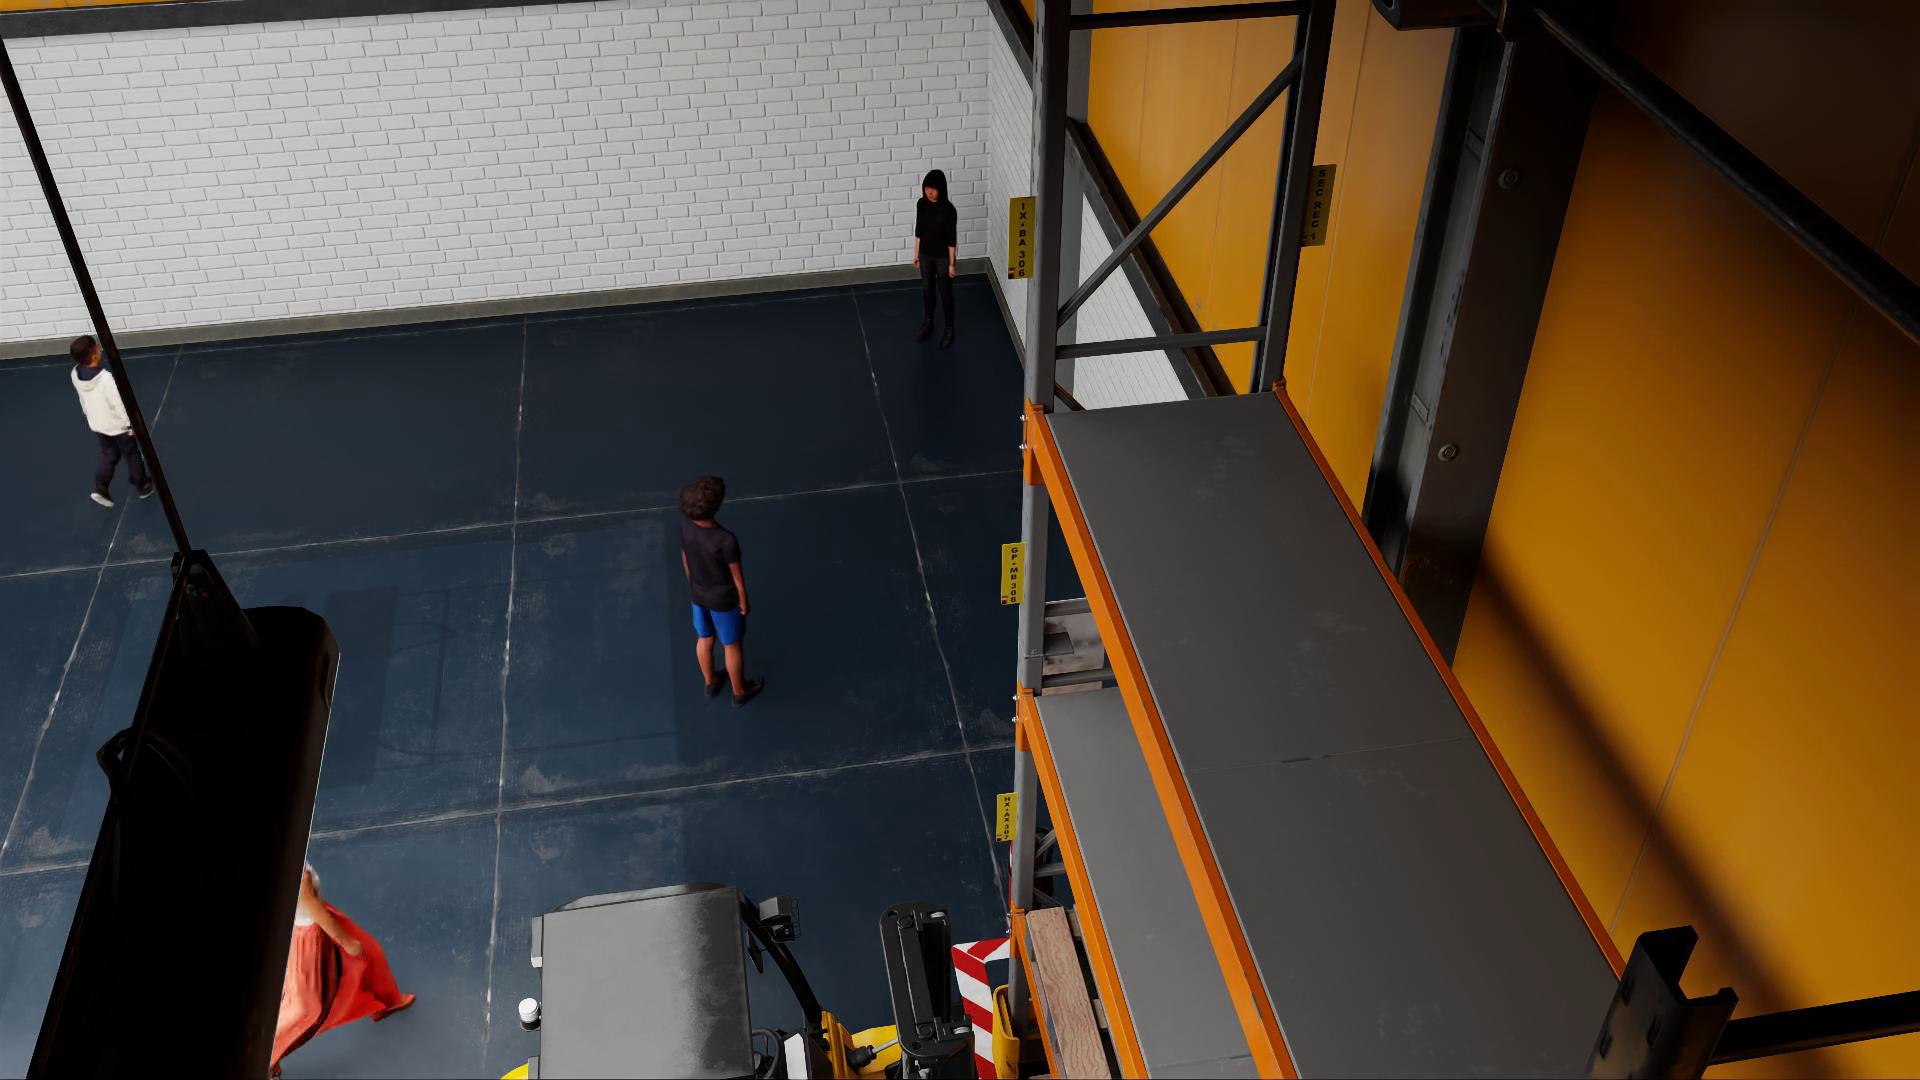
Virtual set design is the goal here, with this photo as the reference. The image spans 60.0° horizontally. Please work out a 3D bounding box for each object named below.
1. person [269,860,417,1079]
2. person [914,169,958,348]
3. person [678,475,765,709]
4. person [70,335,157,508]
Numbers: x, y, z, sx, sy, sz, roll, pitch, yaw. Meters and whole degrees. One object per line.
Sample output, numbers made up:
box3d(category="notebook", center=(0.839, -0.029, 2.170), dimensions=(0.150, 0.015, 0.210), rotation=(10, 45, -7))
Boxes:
box3d(category="person", center=(-3.443, 2.105, 8.584), dimensions=(0.985, 1.770, 1.186), rotation=(-22, 44, -25))
box3d(category="person", center=(-0.197, -2.473, 14.421), dimensions=(0.637, 1.641, 0.682), rotation=(20, 43, 23))
box3d(category="person", center=(-1.587, 0.337, 10.775), dimensions=(0.703, 1.798, 0.739), rotation=(17, 42, 20))
box3d(category="person", center=(-6.468, -0.857, 12.558), dimensions=(0.808, 1.441, 0.917), rotation=(14, 41, 17))
